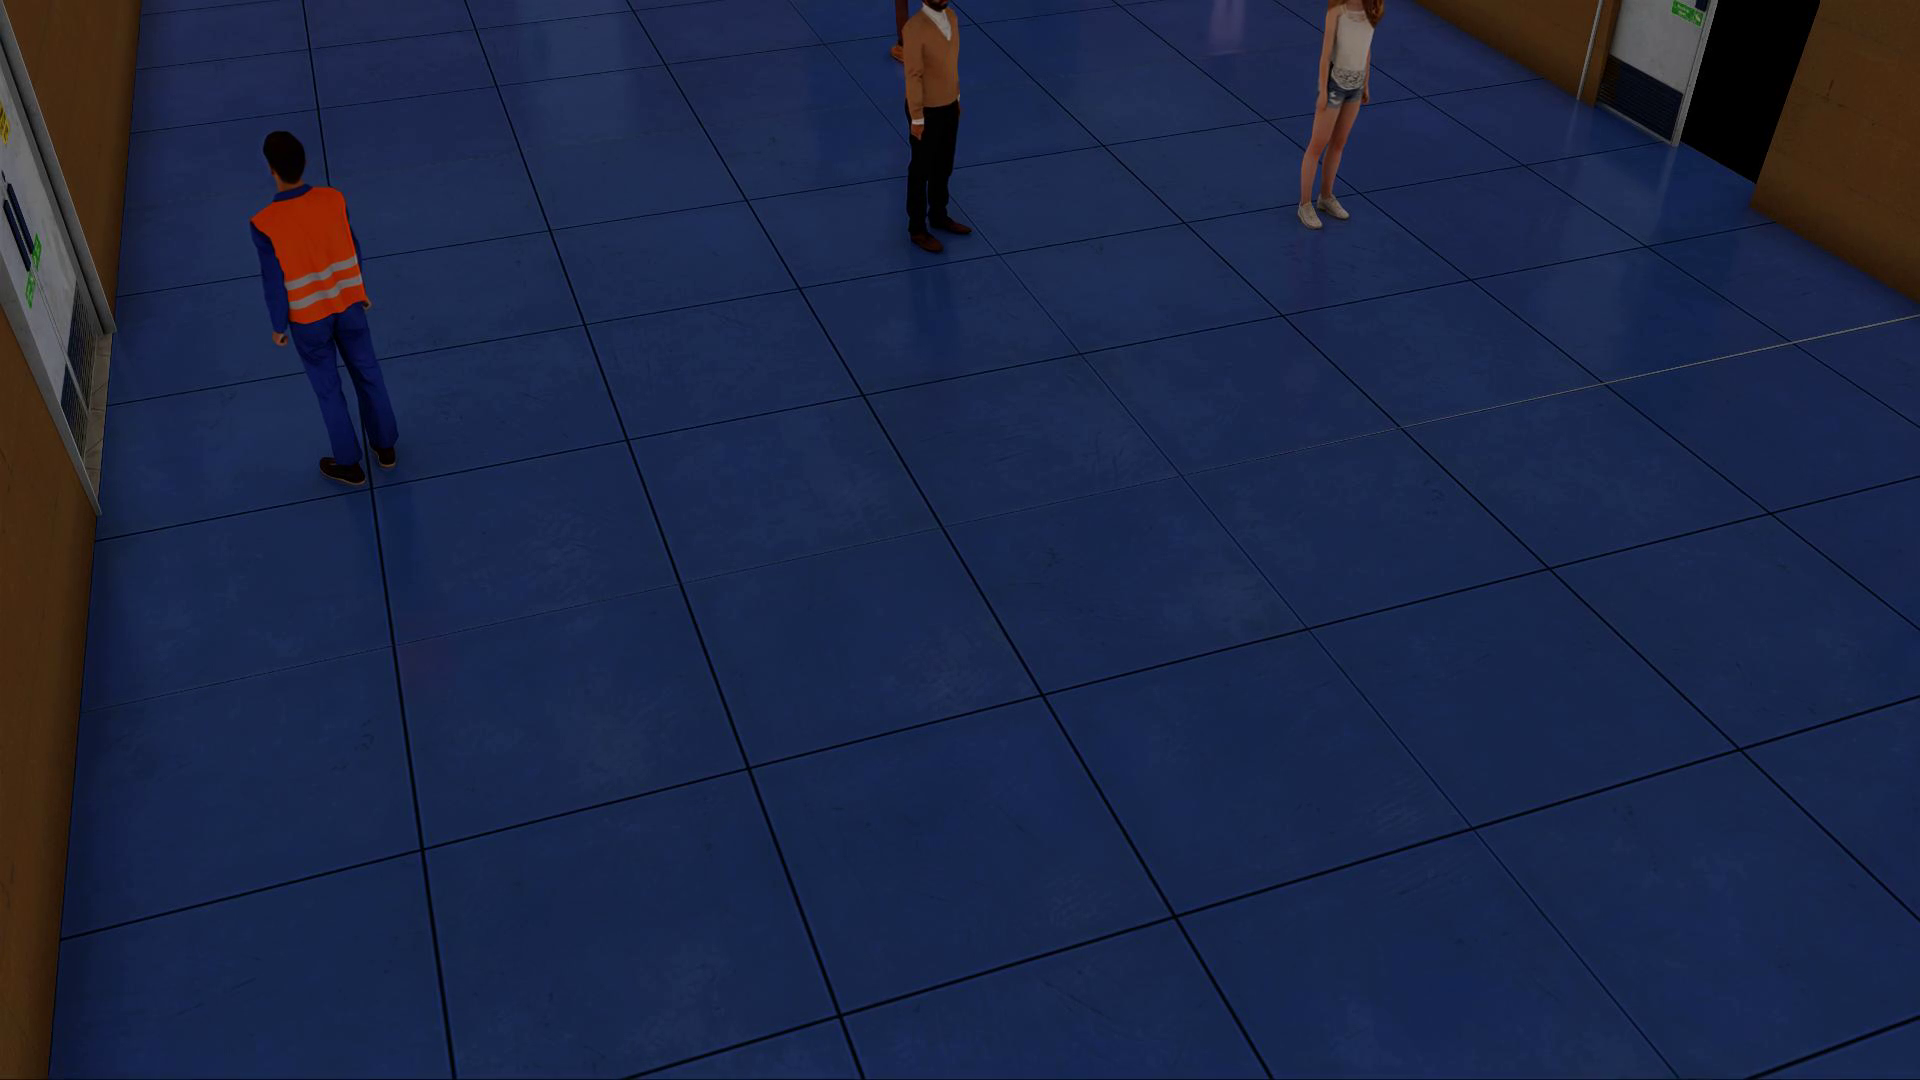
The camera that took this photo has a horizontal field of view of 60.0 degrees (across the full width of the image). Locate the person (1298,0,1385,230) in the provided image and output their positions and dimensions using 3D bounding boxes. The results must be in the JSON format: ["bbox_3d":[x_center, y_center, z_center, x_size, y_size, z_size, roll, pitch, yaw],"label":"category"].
[{"bbox_3d":[2.418,-2.885,10.643,0.507,1.759,0.669,-19,41,-24],"label":"person"}]

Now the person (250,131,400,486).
[{"bbox_3d":[-3.140,-1.129,8.215,0.839,1.864,0.718,28,45,32],"label":"person"}]

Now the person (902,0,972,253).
[{"bbox_3d":[-0.167,-2.702,10.403,0.816,1.754,0.726,21,42,26],"label":"person"}]
